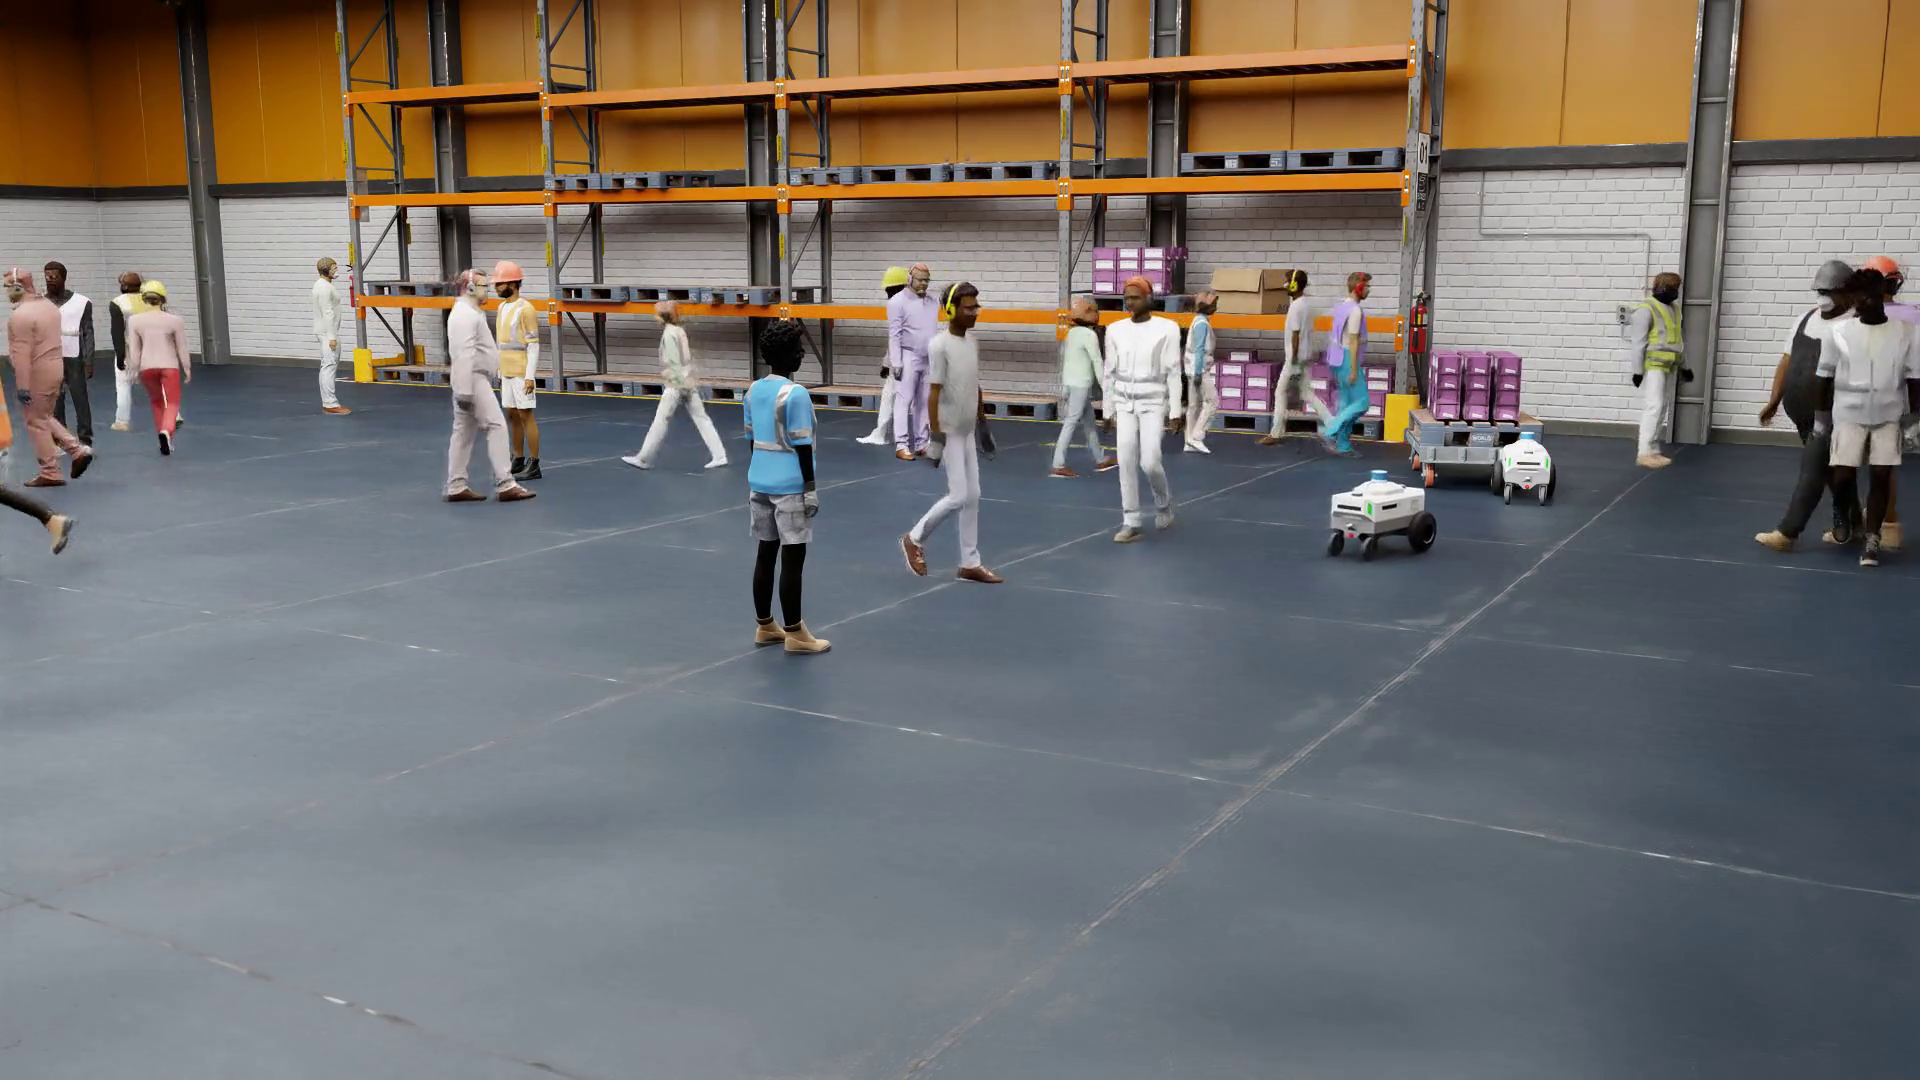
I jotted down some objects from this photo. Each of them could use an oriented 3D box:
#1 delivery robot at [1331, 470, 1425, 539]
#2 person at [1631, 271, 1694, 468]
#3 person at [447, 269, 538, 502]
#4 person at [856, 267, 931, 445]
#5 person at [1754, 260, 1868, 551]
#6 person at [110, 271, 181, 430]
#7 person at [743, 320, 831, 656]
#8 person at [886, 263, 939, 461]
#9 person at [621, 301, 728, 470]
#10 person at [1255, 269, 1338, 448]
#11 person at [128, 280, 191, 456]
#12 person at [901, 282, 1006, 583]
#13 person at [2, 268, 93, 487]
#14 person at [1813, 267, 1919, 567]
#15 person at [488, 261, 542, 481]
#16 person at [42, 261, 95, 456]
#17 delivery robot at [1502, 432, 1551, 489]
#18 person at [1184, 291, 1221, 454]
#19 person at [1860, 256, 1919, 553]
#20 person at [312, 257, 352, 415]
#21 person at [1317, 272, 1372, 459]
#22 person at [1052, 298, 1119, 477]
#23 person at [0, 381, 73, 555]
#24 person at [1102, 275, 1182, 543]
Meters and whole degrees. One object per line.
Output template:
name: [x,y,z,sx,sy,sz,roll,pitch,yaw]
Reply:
delivery robot: [2.820,-0.226,11.216,0.707,0.478,0.477,-9,14,-42]
person: [6.592,-1.605,15.682,0.652,1.832,0.469,-8,13,-39]
person: [-3.805,-1.241,13.458,0.826,1.877,0.681,-3,11,-19]
person: [-0.573,-1.865,17.092,0.936,1.877,0.635,0,10,2]
person: [5.926,-0.949,11.368,1.056,2.000,0.691,-3,10,-15]
person: [-9.157,-2.103,18.601,0.934,1.807,0.641,6,11,29]
person: [-0.893,-0.262,8.456,0.318,1.697,0.533,-8,13,-39]
person: [-0.410,-1.731,16.198,0.406,1.902,0.637,9,14,43]
person: [-2.621,-1.415,15.343,0.968,1.569,0.537,1,10,6]
person: [3.523,-1.865,17.124,0.880,1.844,0.511,7,12,36]
person: [-7.912,-1.693,16.433,0.532,1.739,0.752,-2,10,-13]
person: [-0.016,-0.650,10.199,0.589,1.858,0.549,5,11,28]
person: [-7.878,-1.380,14.247,0.464,1.883,0.672,-1,10,-3]
person: [5.951,-0.816,10.905,0.641,1.937,0.601,4,11,24]
person: [-3.950,-1.488,14.717,0.363,1.934,0.553,-10,14,-44]
person: [-8.822,-1.774,16.382,0.587,1.920,0.391,-1,10,-4]
delivery robot: [4.608,-0.636,13.538,0.477,0.478,0.707,3,10,15]
person: [2.420,-1.658,16.564,0.410,1.621,0.527,1,10,5]
person: [6.338,-0.946,11.481,0.627,1.989,0.871,-1,10,-7]
person: [-7.757,-2.507,20.478,0.372,1.940,0.630,-5,11,-25]
person: [3.774,-1.677,16.108,0.442,1.826,0.566,0,10,1]
person: [1.175,-1.361,14.971,0.824,1.598,0.520,-3,10,-17]
person: [-6.116,-0.626,10.588,0.641,1.678,0.537,-4,11,-20]
person: [1.286,-0.917,11.678,0.603,1.867,0.493,6,12,32]
